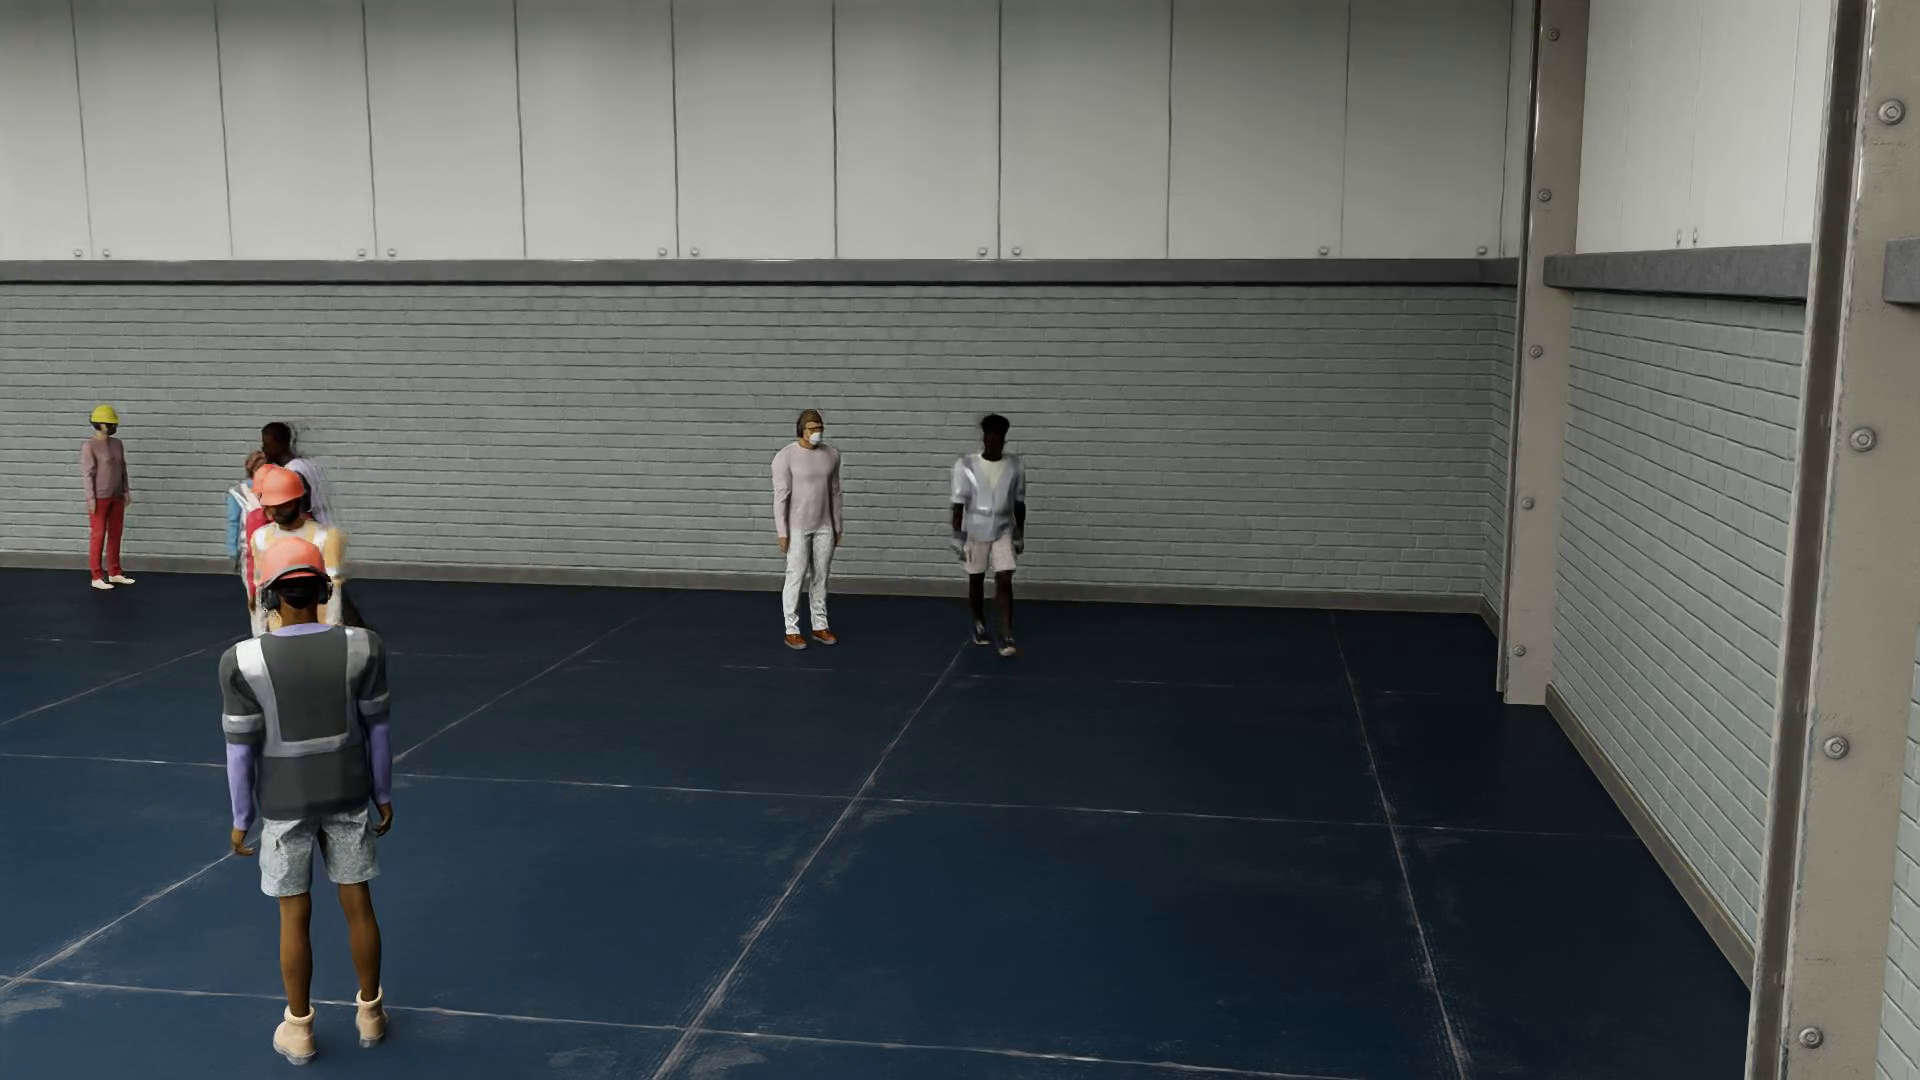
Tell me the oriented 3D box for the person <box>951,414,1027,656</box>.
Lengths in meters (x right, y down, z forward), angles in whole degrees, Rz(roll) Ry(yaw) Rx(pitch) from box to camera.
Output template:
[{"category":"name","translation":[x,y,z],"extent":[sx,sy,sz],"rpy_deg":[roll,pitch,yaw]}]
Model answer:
[{"category":"person","translation":[0.240,-0.043,13.161],"extent":[0.624,1.903,0.986],"rpy_deg":[-1,9,-8]}]

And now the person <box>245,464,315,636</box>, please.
[{"category":"person","translation":[-4.625,0.344,11.302],"extent":[0.576,1.740,0.353],"rpy_deg":[4,10,22]}]

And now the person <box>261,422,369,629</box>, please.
[{"category":"person","translation":[-5.204,-0.018,13.171],"extent":[1.000,1.874,0.587],"rpy_deg":[-8,12,-39]}]

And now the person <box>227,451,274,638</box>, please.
[{"category":"person","translation":[-5.464,0.115,13.064],"extent":[0.549,1.624,0.453],"rpy_deg":[-7,12,-38]}]

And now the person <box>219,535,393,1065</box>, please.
[{"category":"person","translation":[-2.496,0.991,6.402],"extent":[0.605,2.036,0.389],"rpy_deg":[-5,11,-30]}]

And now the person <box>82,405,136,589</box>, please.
[{"category":"person","translation":[-8.145,-0.413,15.920],"extent":[0.343,1.760,0.528],"rpy_deg":[2,9,12]}]

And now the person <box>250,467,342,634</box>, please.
[{"category":"person","translation":[-3.829,0.527,9.627],"extent":[0.556,1.912,0.579],"rpy_deg":[0,9,-1]}]

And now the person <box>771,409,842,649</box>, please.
[{"category":"person","translation":[-1.221,-0.096,13.427],"extent":[0.637,1.933,0.366],"rpy_deg":[-8,12,-39]}]
